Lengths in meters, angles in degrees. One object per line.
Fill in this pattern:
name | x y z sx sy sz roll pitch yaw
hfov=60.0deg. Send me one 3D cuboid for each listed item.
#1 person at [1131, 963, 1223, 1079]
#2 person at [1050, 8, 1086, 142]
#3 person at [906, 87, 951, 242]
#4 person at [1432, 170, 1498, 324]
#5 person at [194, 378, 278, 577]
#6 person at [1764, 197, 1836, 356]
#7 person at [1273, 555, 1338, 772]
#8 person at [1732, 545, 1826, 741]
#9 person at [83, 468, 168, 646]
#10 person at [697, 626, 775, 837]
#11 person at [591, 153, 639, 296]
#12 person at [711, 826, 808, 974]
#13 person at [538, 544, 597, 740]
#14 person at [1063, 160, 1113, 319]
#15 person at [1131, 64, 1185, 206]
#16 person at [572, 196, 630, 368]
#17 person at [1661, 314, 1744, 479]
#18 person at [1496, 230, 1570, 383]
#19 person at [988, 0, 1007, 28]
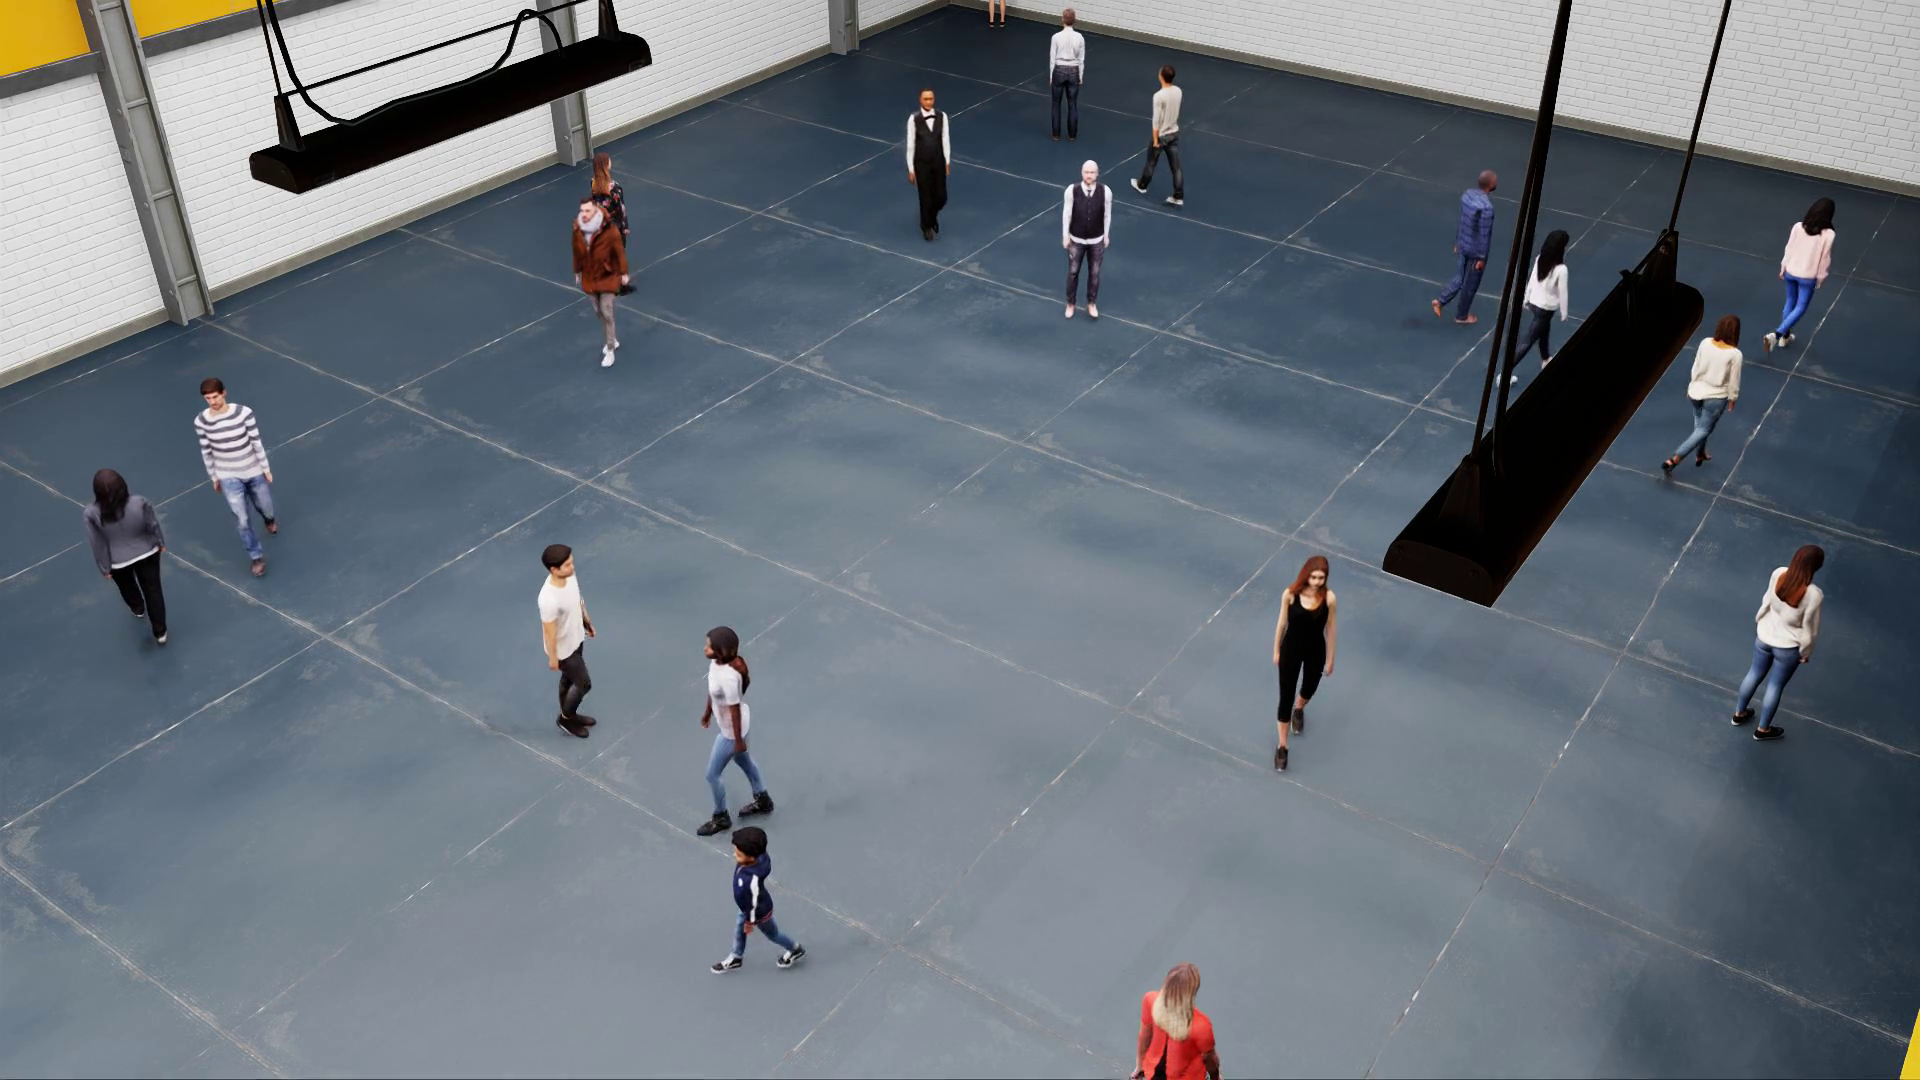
person | 1.101 3.008 9.091 1.051 1.656 0.701 -28 43 -35
person | 1.482 -6.513 23.271 0.734 1.817 0.768 -1 34 -2
person | -0.397 -4.630 20.358 0.867 1.905 0.934 -8 34 -12
person | 5.563 -3.198 18.286 0.985 1.813 0.916 -9 35 -14
person | -6.216 -0.615 14.383 1.022 1.832 1.027 -11 35 -16
person | 8.919 -2.780 17.715 1.122 1.750 0.854 -24 40 -31
person | 2.565 0.808 12.360 0.853 1.702 1.070 5 34 8
person | 6.152 0.753 12.451 0.710 1.692 0.707 -15 36 -21
person | -6.700 0.162 13.456 1.022 1.564 0.989 -17 37 -24
person | -1.517 1.296 11.627 0.921 1.699 0.845 -8 34 -11
person | -4.007 -3.624 19.043 0.603 1.684 0.542 16 37 22
person | -1.250 2.298 10.571 0.923 1.201 0.813 -10 35 -15
person | -3.031 0.737 12.461 0.796 1.709 0.688 2 34 3
person | 1.412 -3.352 18.510 0.778 1.822 0.798 -1 34 -1
person | 2.697 -5.136 21.243 1.159 1.767 0.983 -20 39 -28
person | -3.794 -2.816 17.710 0.872 1.815 0.973 10 35 14
person | 6.975 -1.317 15.604 1.139 1.650 0.894 -19 38 -26
person | 5.949 -2.370 17.185 1.215 1.654 1.053 -11 35 -17
person | 0.620 -9.409 27.861 0.650 1.558 0.697 -1 34 -1
